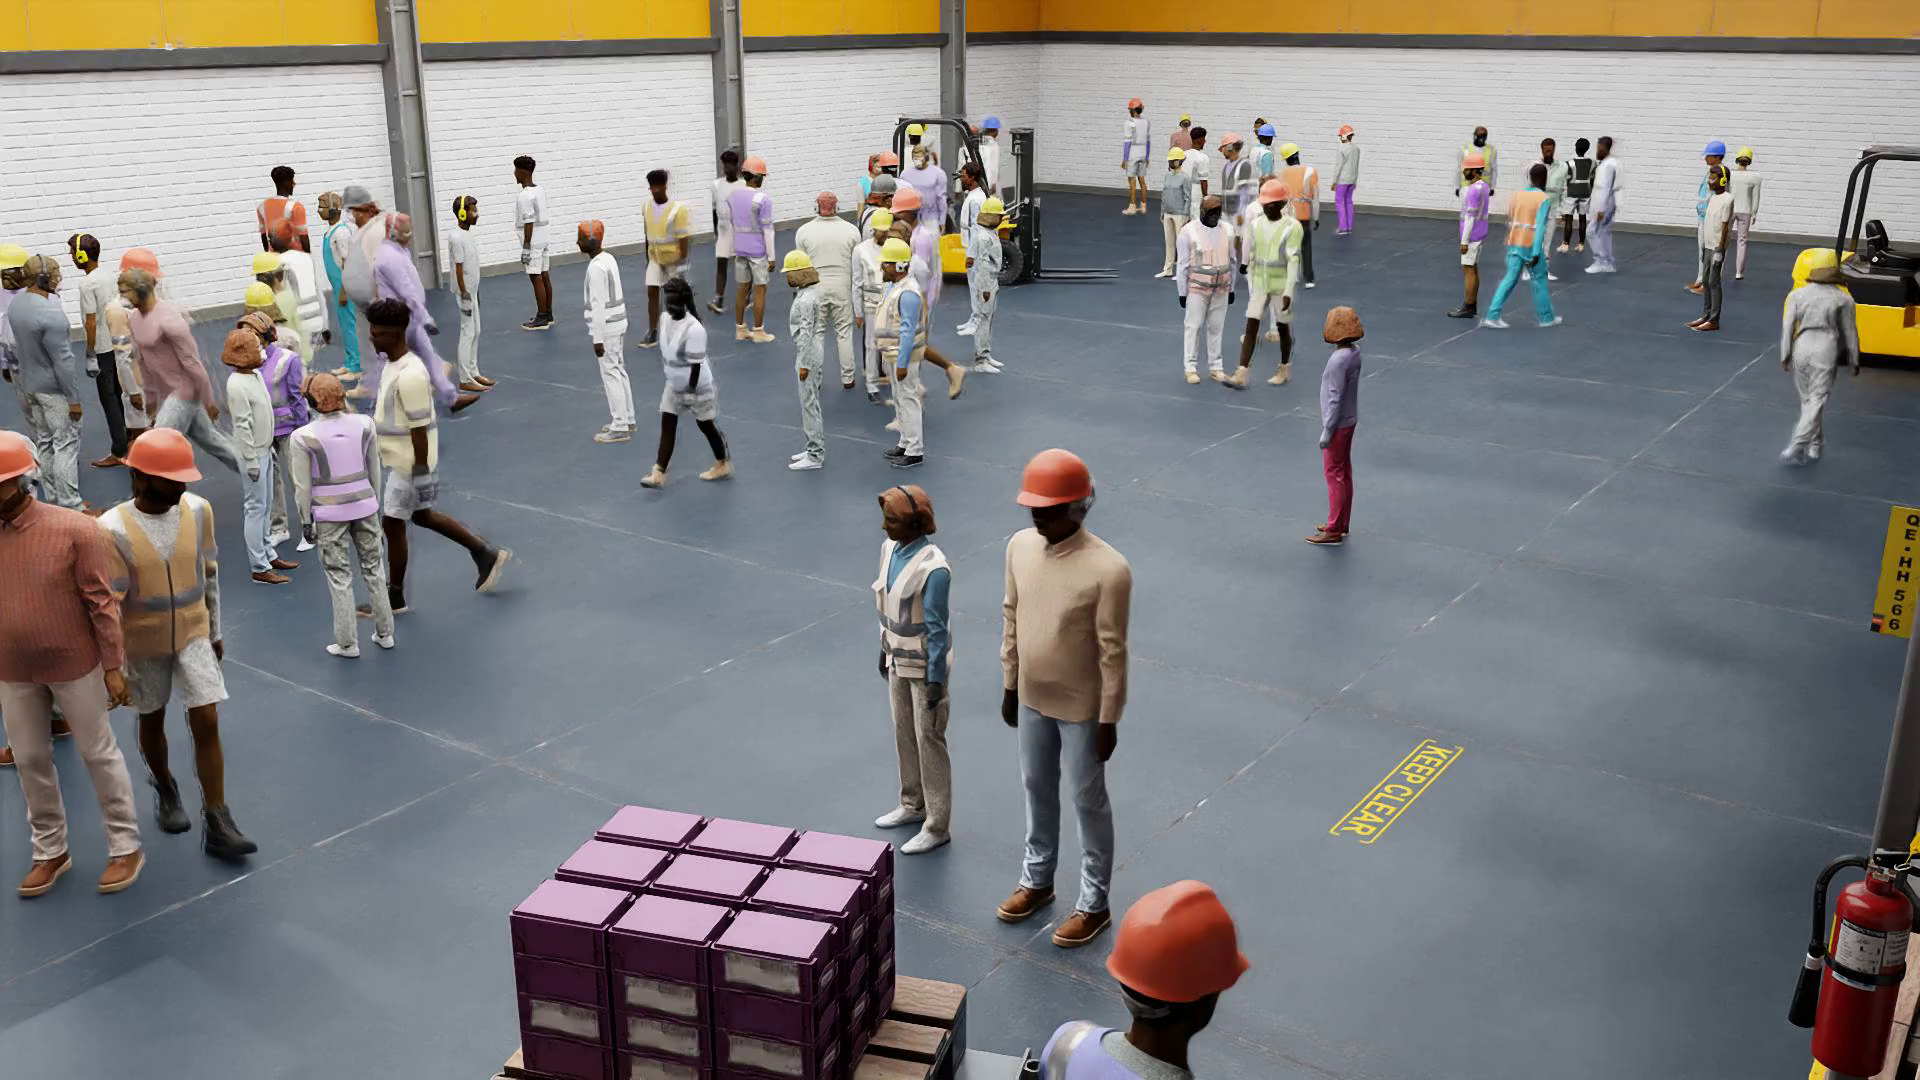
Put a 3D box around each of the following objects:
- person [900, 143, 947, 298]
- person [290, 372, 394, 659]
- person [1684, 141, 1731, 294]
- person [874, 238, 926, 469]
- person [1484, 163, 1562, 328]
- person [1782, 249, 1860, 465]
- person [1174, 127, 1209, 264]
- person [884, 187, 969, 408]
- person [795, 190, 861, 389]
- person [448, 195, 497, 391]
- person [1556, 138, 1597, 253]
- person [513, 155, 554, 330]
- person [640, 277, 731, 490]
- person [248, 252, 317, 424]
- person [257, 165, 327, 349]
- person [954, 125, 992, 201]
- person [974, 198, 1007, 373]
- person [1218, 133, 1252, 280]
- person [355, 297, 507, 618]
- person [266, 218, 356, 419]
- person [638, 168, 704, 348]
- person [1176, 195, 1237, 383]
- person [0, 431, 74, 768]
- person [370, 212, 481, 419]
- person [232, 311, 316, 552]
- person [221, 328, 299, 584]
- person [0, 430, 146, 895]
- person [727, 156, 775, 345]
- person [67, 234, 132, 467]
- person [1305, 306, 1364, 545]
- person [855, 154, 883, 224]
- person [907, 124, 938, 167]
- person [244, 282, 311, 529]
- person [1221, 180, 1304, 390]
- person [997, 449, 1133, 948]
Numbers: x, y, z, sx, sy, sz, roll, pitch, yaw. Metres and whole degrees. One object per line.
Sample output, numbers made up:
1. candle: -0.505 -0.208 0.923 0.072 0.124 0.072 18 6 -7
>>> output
1. person: -0.467 -4.051 21.113 0.639 1.927 0.368 6 19 17
2. person: -3.469 -0.136 9.355 0.505 1.630 0.323 -17 24 -42
3. person: 9.637 -4.138 21.370 0.413 1.942 0.611 2 18 6
4. person: -0.481 -1.491 13.268 0.403 1.826 0.595 -4 18 -12
5. person: 6.499 -3.363 19.078 0.965 1.868 0.593 -9 20 -25
6. person: 6.878 -1.454 13.362 0.588 1.697 0.721 14 22 37
7. person: 3.321 -4.888 23.680 0.380 1.957 0.607 -12 21 -32
8. person: -0.325 -2.188 15.150 0.694 2.020 0.632 -6 19 -17
9. person: -1.259 -2.391 15.971 0.650 1.899 0.399 -3 18 -8
10. person: -4.697 -2.355 15.922 0.321 1.861 0.515 -1 18 -2
11. person: 9.262 -5.165 24.970 0.535 1.697 0.318 -3 18 -10
12. person: -4.873 -3.391 18.984 0.374 1.966 0.608 2 18 5
13. person: -2.109 -1.181 12.582 0.577 1.634 0.859 16 24 41
14. person: -5.298 -1.395 13.112 0.430 1.740 0.528 -4 18 -12
15. person: -7.177 -3.017 17.813 0.614 1.963 0.362 7 19 20
16. person: 0.197 -5.296 25.081 0.627 1.876 0.415 13 22 36
17. person: 0.312 -2.573 16.787 0.315 1.741 0.493 3 18 10
18. person: 3.614 -4.357 21.975 0.753 1.979 0.641 -11 21 -30
19. person: -3.258 -0.512 10.033 0.889 1.936 0.608 -8 19 -23
20. person: -5.552 -1.812 14.225 0.720 1.861 0.592 4 18 12
21. person: -3.190 -3.112 18.201 0.632 1.918 1.007 8 20 24
22. person: 2.407 -2.445 16.253 0.635 1.831 0.429 -6 19 -19
23. person: -4.596 0.135 7.984 0.387 1.949 0.602 0 18 -1
24. person: -4.813 -1.949 14.659 0.995 1.850 0.645 -4 18 -11
25. person: -4.617 -0.729 11.203 0.524 1.631 0.319 3 18 9
26. person: -4.468 -0.538 10.594 0.280 1.636 0.502 -3 18 -10
27. person: -3.722 0.511 6.756 0.628 1.985 0.411 -1 18 -3
28. person: -2.246 -3.152 18.137 0.619 2.028 0.409 13 22 34
29. person: -6.834 -1.508 13.276 0.337 1.858 0.523 0 18 -1
30. person: 2.570 -0.778 11.347 0.276 1.633 0.507 9 20 26
31. person: -1.066 -3.862 20.664 0.390 1.838 0.563 13 22 36
32. person: -0.647 -6.196 28.004 0.518 1.825 0.969 7 19 21
33. person: -4.804 -0.935 11.662 0.485 1.745 0.290 -5 18 -15
34. person: 2.922 -2.402 15.841 0.624 1.992 1.015 16 23 40
35. person: 0.385 0.608 6.447 0.613 1.988 0.399 17 24 42
